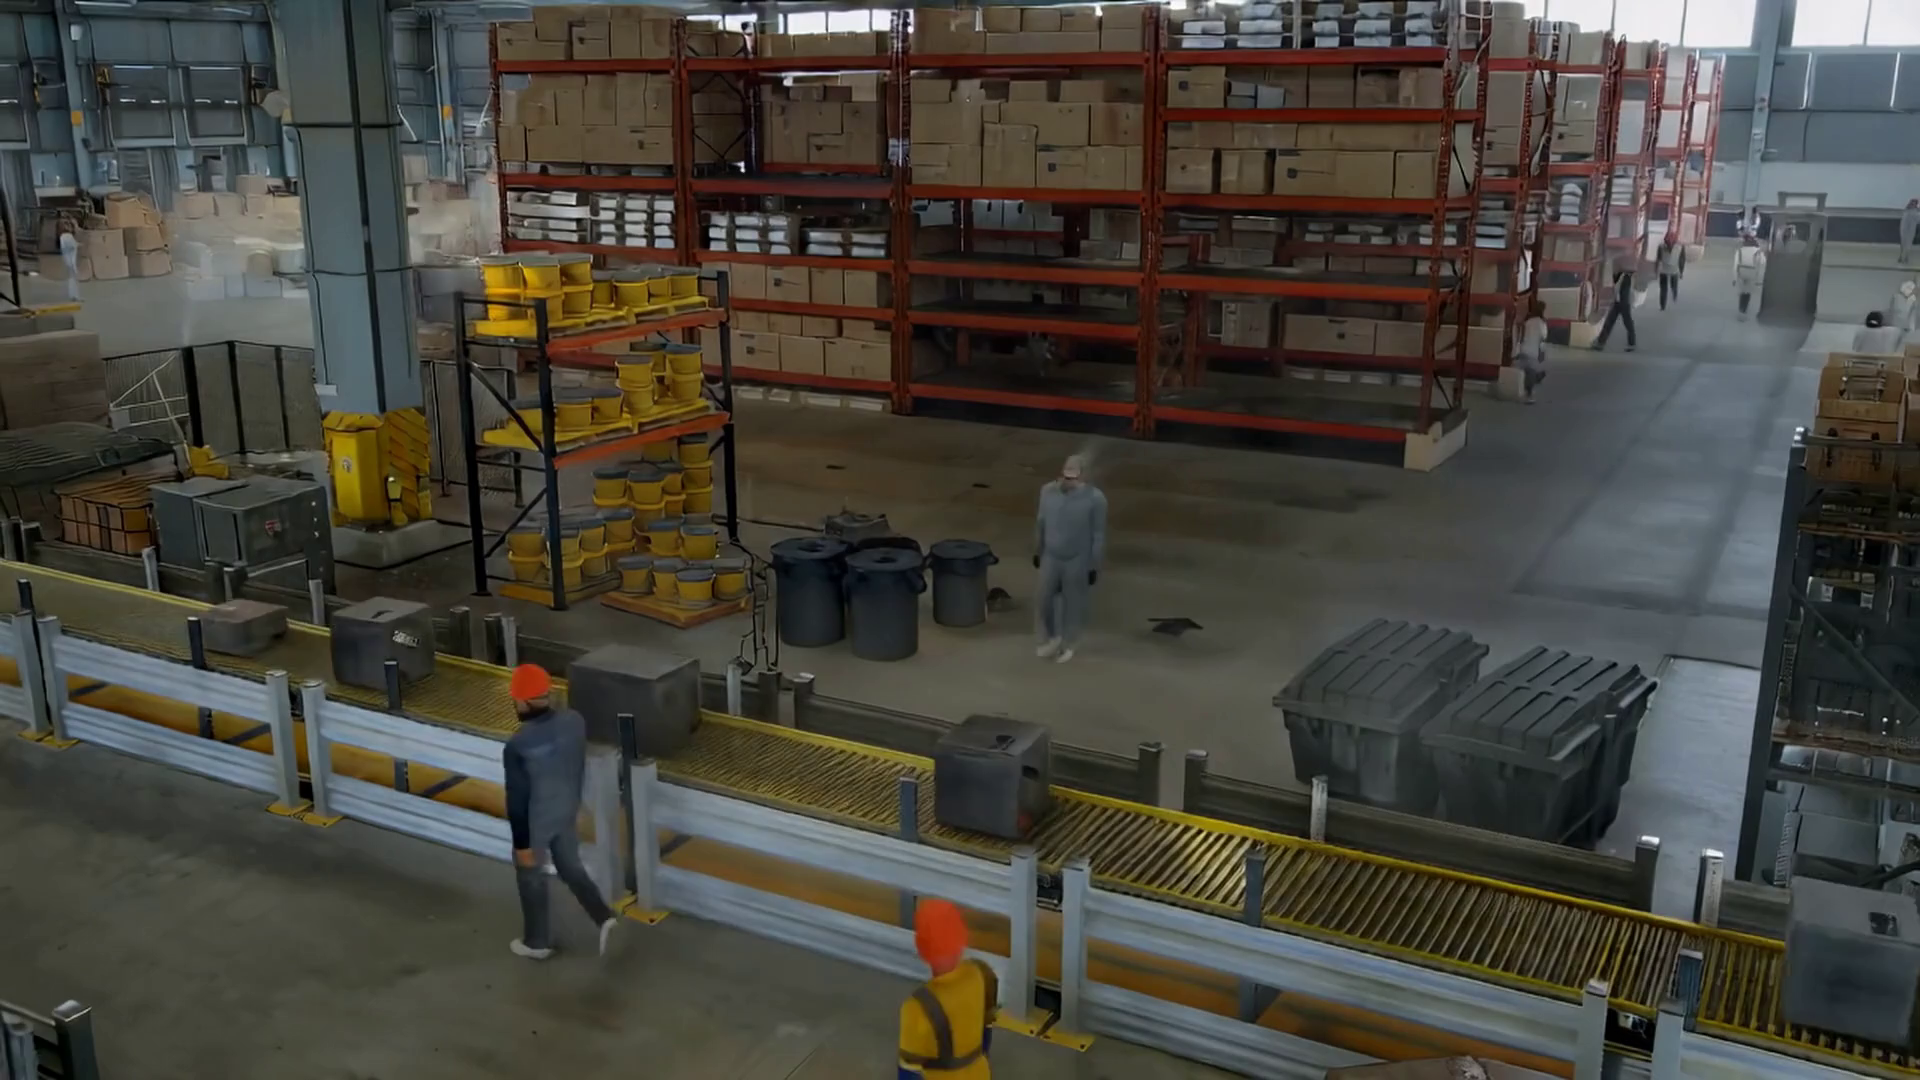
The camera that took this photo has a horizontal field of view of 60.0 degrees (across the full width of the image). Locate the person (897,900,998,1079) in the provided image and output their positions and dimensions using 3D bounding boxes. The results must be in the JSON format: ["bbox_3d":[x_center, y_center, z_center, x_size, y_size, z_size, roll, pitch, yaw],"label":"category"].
[{"bbox_3d":[-0.101,2.262,6.868,0.435,1.682,0.552,11,18,35],"label":"person"}]

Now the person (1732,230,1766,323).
[{"bbox_3d":[17.370,-5.796,36.561,0.914,2.007,0.619,-14,21,-43],"label":"person"}]

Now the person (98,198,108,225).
[{"bbox_3d":[-26.084,-9.519,50.867,0.328,1.844,0.513,2,15,7],"label":"person"}]

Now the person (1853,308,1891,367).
[{"bbox_3d":[14.400,-2.872,26.323,0.512,1.613,0.498,8,17,27],"label":"person"}]

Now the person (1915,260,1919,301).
[{"bbox_3d":[23.480,-6.786,40.346,0.483,1.969,0.624,8,17,29],"label":"person"}]

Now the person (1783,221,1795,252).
[{"bbox_3d":[21.355,-7.450,43.112,0.529,1.832,0.593,-2,15,-8],"label":"person"}]

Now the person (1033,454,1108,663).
[{"bbox_3d":[0.928,0.163,14.419,0.696,1.875,0.422,7,16,24],"label":"person"}]

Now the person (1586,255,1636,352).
[{"bbox_3d":[12.719,-4.556,32.174,0.960,1.852,0.620,-2,15,-9],"label":"person"}]

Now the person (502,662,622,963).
[{"bbox_3d":[-2.275,1.551,9.312,0.651,1.813,0.600,10,18,32],"label":"person"}]

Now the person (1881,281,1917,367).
[{"bbox_3d":[16.941,-3.859,30.019,0.543,1.608,0.533,1,15,3],"label":"person"}]

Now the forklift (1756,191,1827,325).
[{"bbox_3d":[18.380,-6.250,36.594,1.129,2.768,1.873,8,17,28],"label":"forklift"}]

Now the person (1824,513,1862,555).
[{"bbox_3d":[9.172,-0.609,17.215,0.634,1.924,0.473,-13,20,-41],"label":"person"}]

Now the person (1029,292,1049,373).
[{"bbox_3d":[1.317,-3.258,27.616,0.318,1.697,0.535,-8,17,-26],"label":"person"}]

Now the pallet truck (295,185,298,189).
[{"bbox_3d":[-26.804,-14.617,69.738,1.885,1.965,0.823,-14,20,-42],"label":"pallet truck"}]

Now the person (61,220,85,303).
[{"bbox_3d":[-21.401,-6.701,40.039,0.361,1.964,0.613,-8,17,-28],"label":"person"}]

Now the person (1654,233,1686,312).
[{"bbox_3d":[16.307,-6.149,38.243,0.618,1.822,0.446,9,17,29],"label":"person"}]

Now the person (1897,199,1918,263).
[{"bbox_3d":[28.399,-9.246,49.742,0.401,1.904,0.645,0,15,2],"label":"person"}]

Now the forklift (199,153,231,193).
[{"bbox_3d":[-27.440,-12.865,61.464,1.873,2.768,1.129,8,17,28],"label":"forklift"}]

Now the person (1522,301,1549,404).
[{"bbox_3d":[9.227,-2.994,26.655,0.395,1.667,0.563,-2,15,-9],"label":"person"}]
